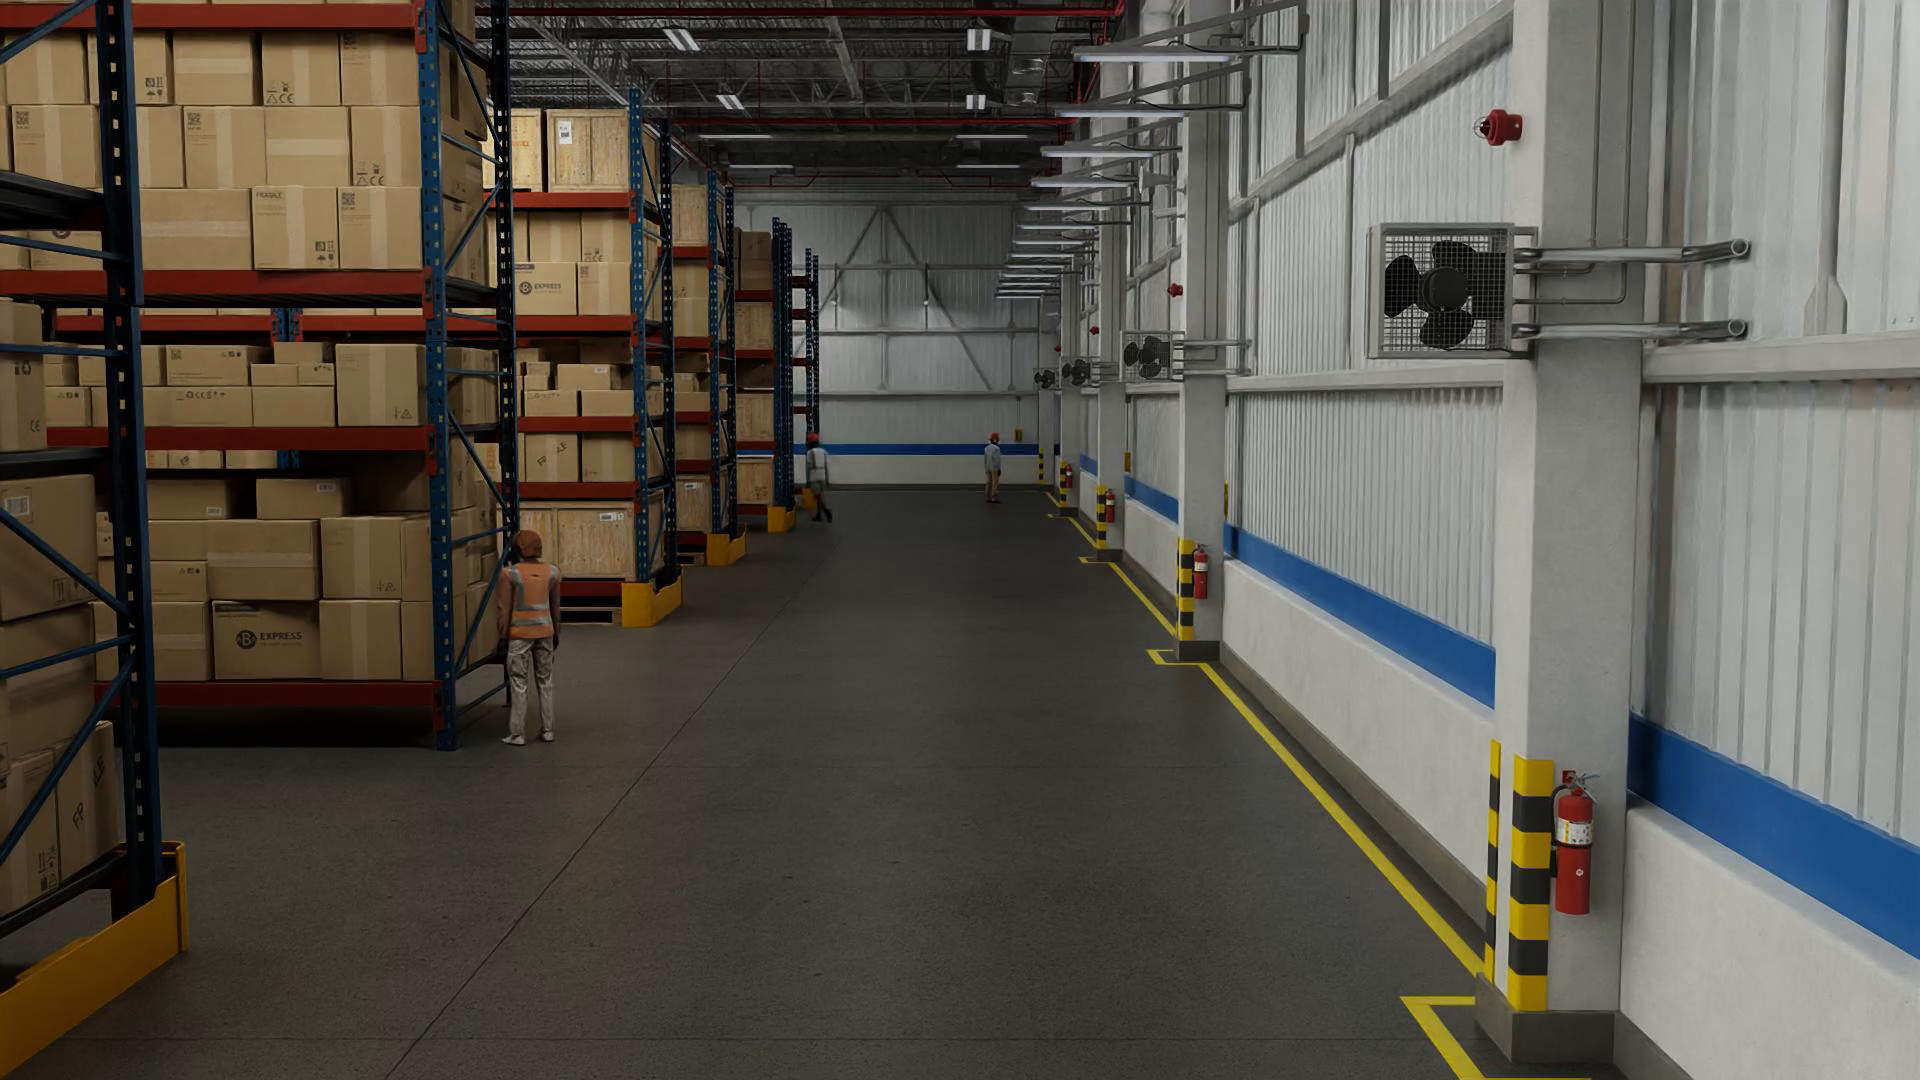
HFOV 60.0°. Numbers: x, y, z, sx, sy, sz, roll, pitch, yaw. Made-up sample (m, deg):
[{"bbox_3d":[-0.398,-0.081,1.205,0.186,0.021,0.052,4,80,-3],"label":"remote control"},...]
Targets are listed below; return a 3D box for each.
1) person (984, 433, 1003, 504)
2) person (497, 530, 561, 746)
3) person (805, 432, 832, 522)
[{"bbox_3d":[0.837,-1.765,40.988,0.348,1.750,0.576,-4,6,-37],"label":"person"},{"bbox_3d":[-3.242,0.735,12.553,0.526,1.632,0.312,-5,7,-44],"label":"person"},{"bbox_3d":[-2.920,-1.297,34.707,0.576,1.903,0.781,-5,7,-44],"label":"person"}]
